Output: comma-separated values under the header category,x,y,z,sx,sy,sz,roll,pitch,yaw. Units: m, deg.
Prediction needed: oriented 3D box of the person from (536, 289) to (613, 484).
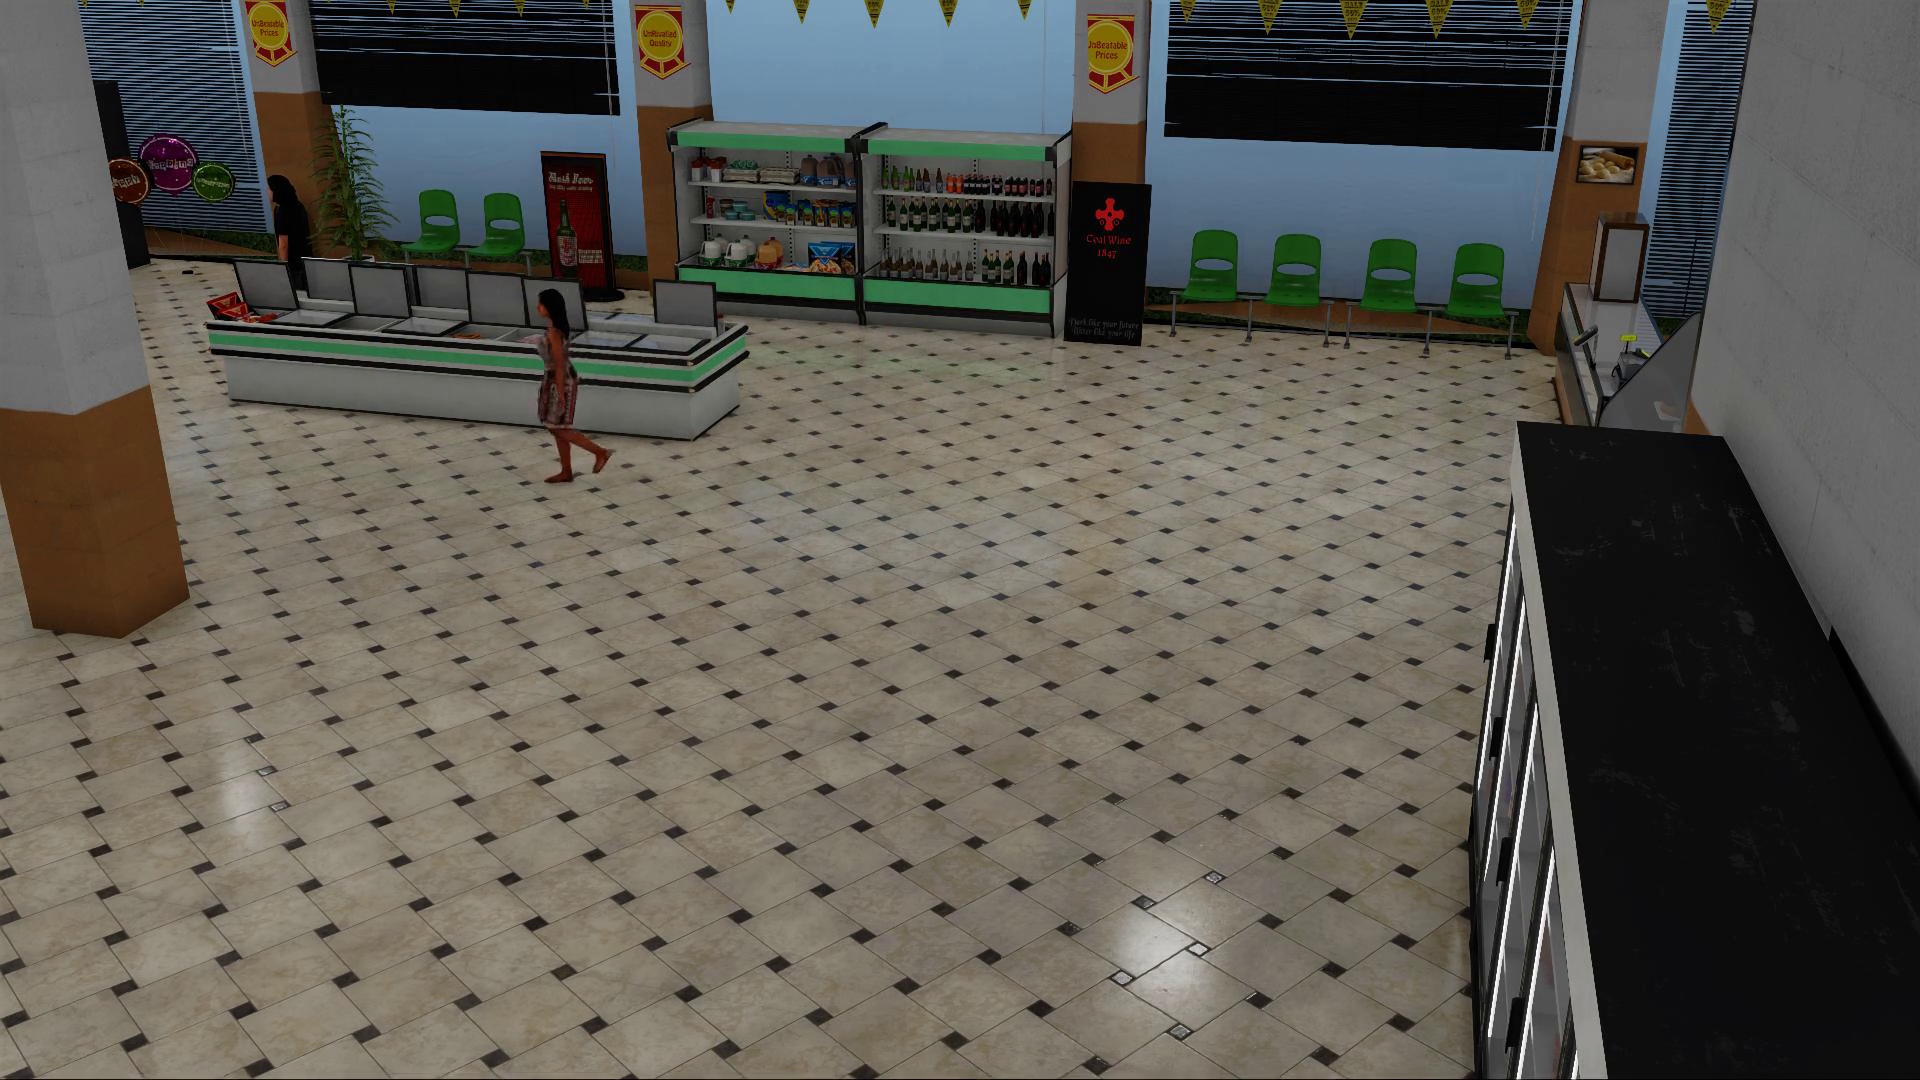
category,x,y,z,sx,sy,sz,roll,pitch,yaw
person,-3.167,-1.237,13.552,0.924,1.630,0.818,-4,22,-9

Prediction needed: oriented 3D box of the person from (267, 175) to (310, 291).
category,x,y,z,sx,sy,sz,roll,pitch,yaw
person,-6.996,-2.934,17.509,0.603,1.829,0.675,1,22,2
